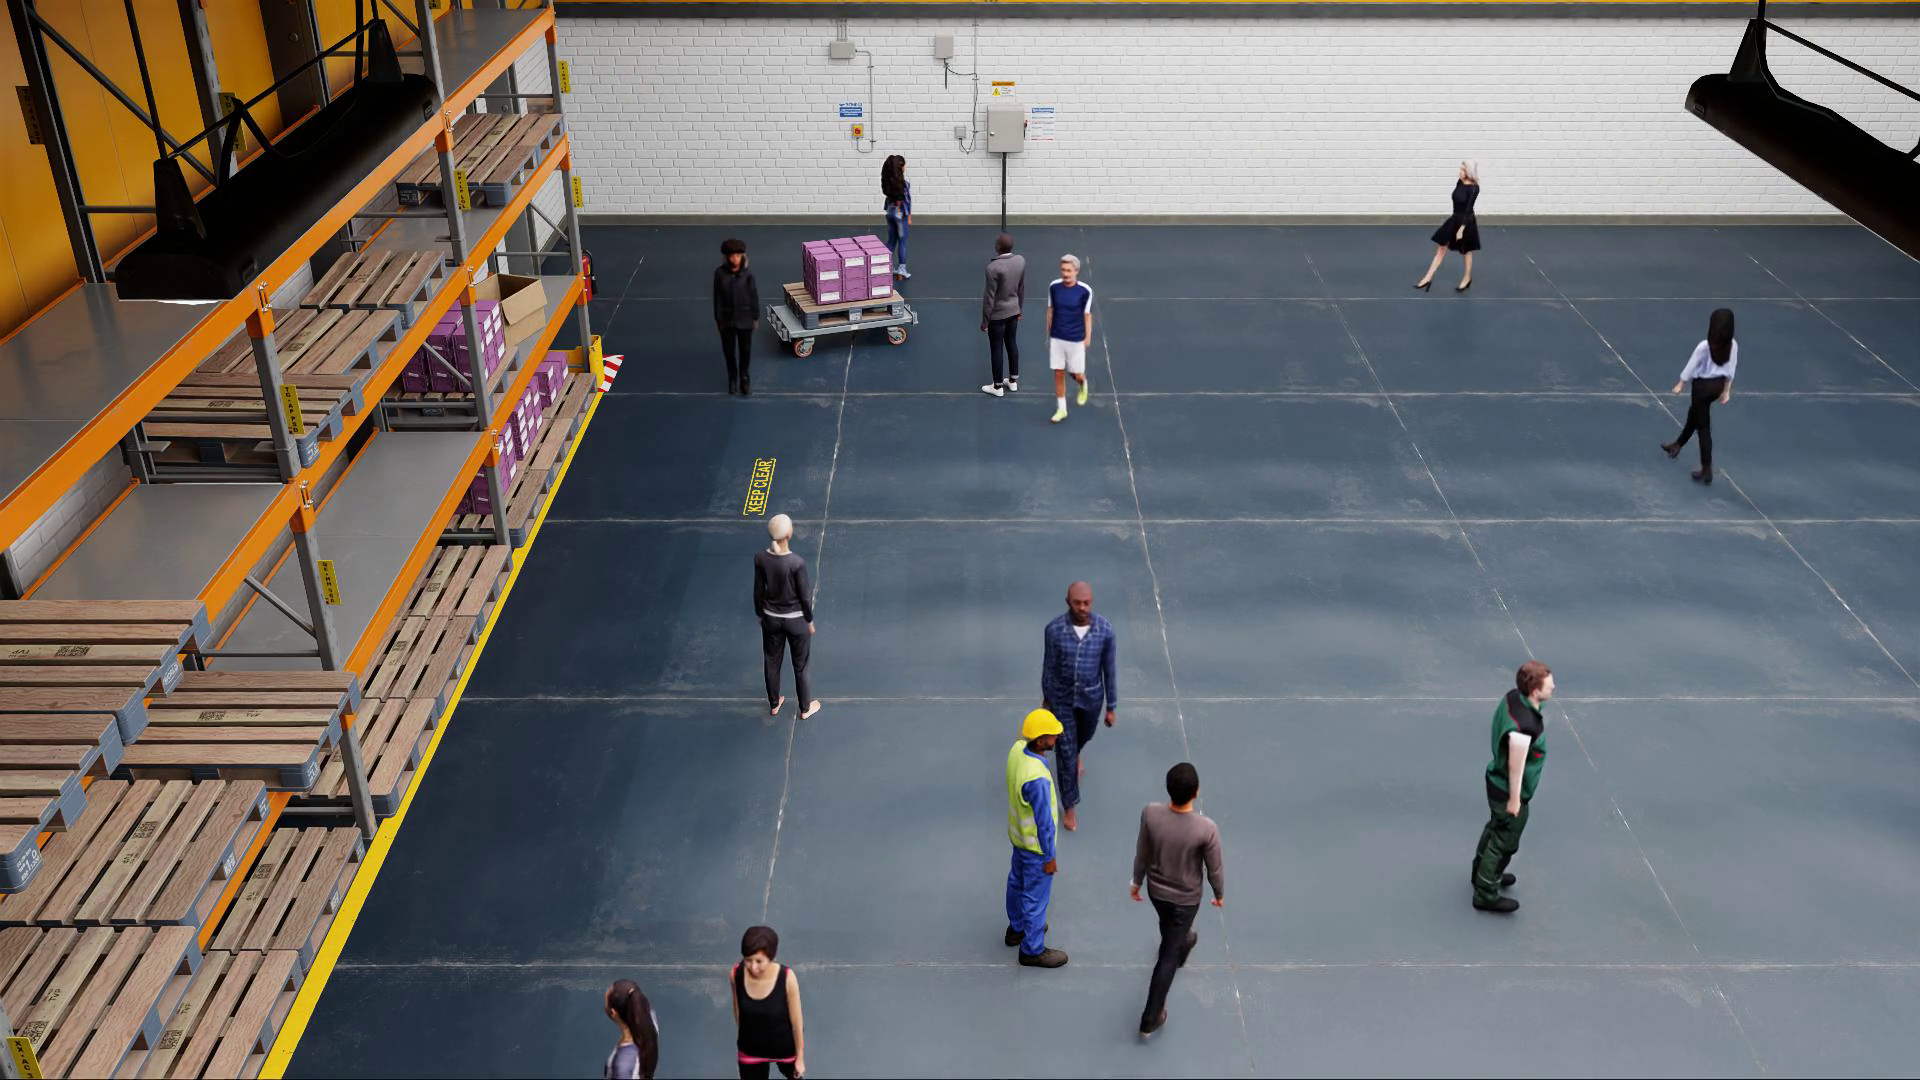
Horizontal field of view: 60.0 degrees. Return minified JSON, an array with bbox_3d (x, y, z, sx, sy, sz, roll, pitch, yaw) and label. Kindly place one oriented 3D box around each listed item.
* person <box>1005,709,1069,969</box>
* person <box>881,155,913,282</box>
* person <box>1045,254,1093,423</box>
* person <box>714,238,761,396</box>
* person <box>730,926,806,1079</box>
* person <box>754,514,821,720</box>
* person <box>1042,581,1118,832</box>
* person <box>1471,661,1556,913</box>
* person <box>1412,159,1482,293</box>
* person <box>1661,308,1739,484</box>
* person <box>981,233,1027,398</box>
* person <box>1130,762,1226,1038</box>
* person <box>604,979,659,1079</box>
[{"bbox_3d":[0.447,1.813,10.224,0.786,1.810,0.616,-8,30,-14],"label":"person"},{"bbox_3d":[-0.797,-4.152,21.356,0.691,1.621,0.749,25,37,38],"label":"person"},{"bbox_3d":[1.157,-2.149,17.473,0.834,1.824,0.975,12,31,21],"label":"person"},{"bbox_3d":[-2.447,-2.448,18.081,0.687,1.766,0.644,-6,29,-11],"label":"person"},{"bbox_3d":[-0.995,2.656,8.989,0.631,1.513,1.045,3,29,6],"label":"person"},{"bbox_3d":[-1.323,0.573,12.584,0.666,1.726,0.609,8,30,14],"label":"person"},{"bbox_3d":[0.811,1.045,11.658,0.690,1.786,1.146,-2,29,-3],"label":"person"},{"bbox_3d":[3.534,1.554,10.667,0.738,1.841,0.566,5,29,8],"label":"person"},{"bbox_3d":[6.338,-3.896,20.790,0.907,1.714,1.096,-10,30,-17],"label":"person"},{"bbox_3d":[7.306,-1.364,16.153,0.891,1.710,1.106,-11,31,-20],"label":"person"},{"bbox_3d":[0.478,-2.448,18.025,0.805,1.821,0.831,-20,35,-33],"label":"person"},{"bbox_3d":[1.218,2.129,9.740,1.055,1.719,1.258,10,30,18],"label":"person"},{"bbox_3d":[-1.549,2.908,8.399,0.727,1.634,0.602,7,29,13],"label":"person"}]
